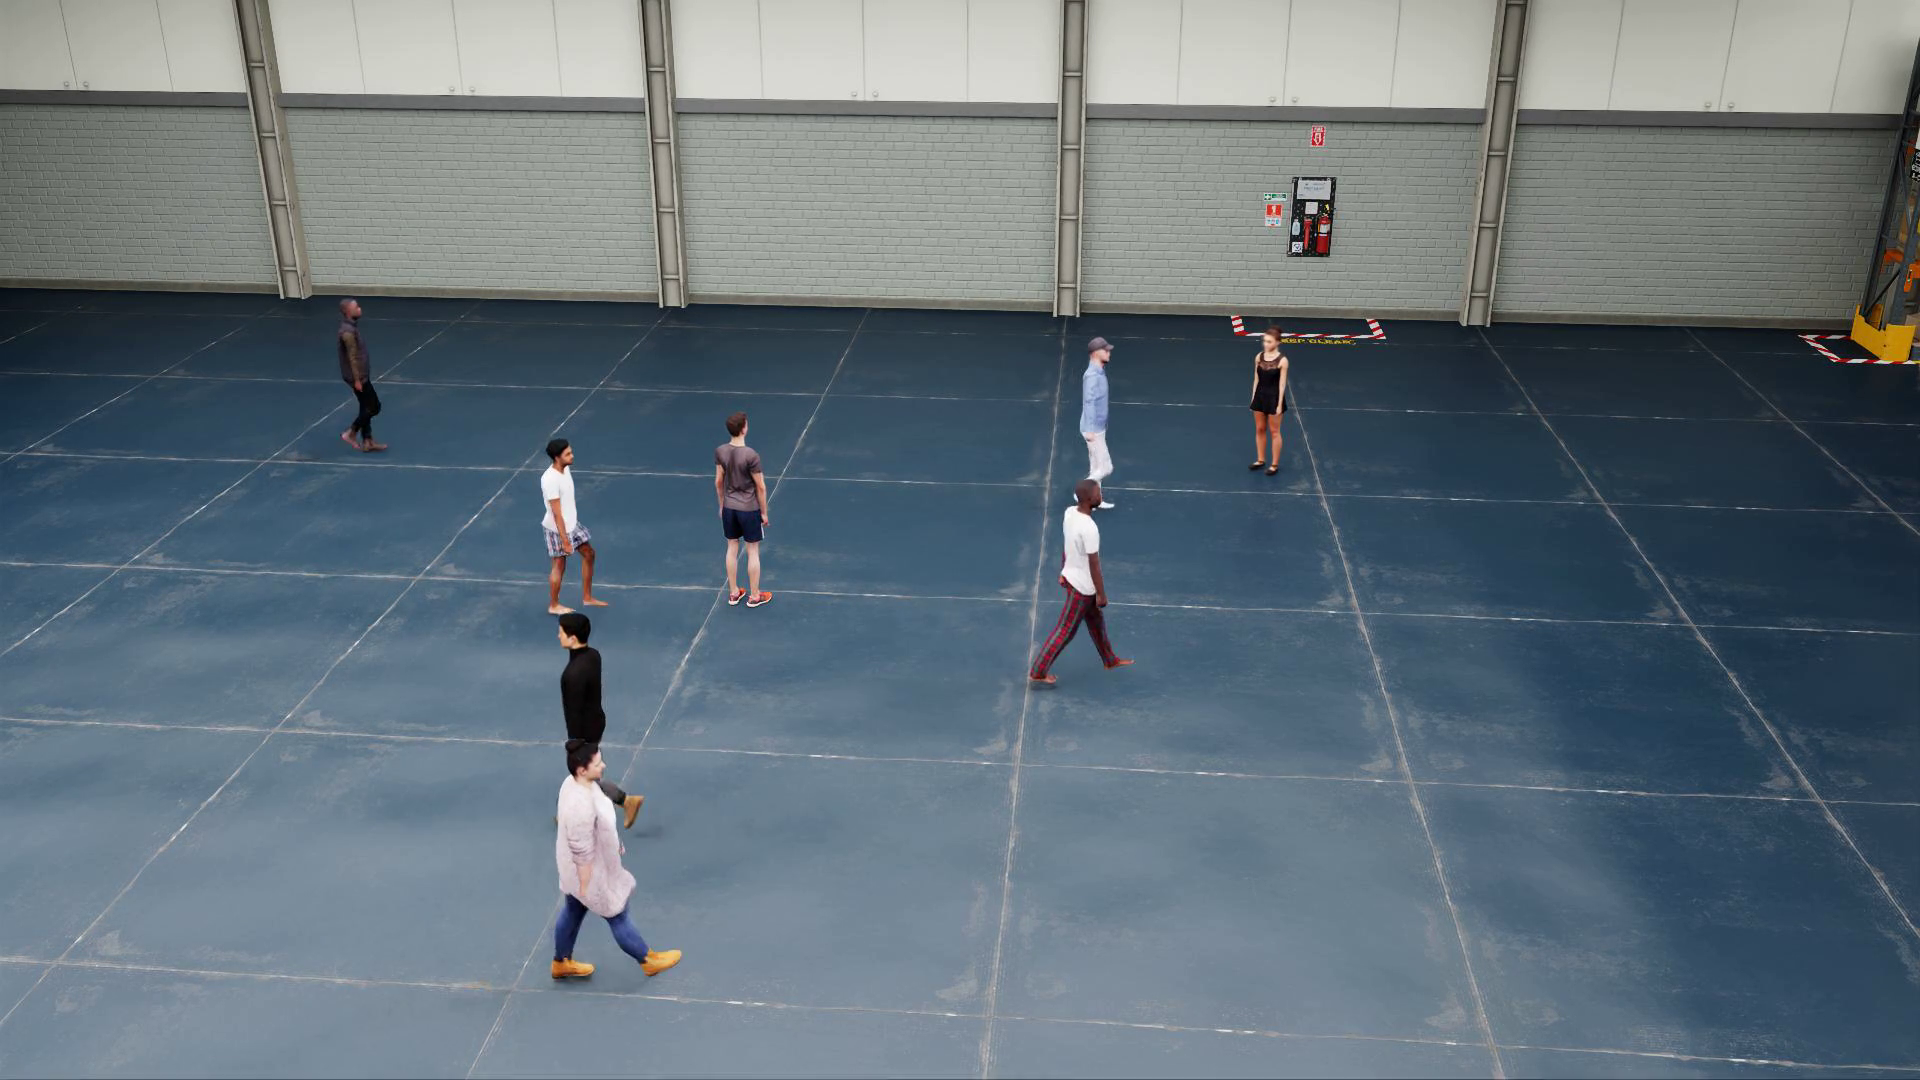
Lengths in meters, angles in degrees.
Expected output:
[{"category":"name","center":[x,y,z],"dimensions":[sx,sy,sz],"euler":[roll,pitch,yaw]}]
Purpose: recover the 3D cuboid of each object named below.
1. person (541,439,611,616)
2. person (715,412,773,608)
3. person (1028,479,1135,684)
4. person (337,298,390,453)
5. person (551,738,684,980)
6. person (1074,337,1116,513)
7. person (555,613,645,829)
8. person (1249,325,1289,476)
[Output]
[{"category":"person","center":[-3.681,-0.108,15.065],"dimensions":[0.753,1.707,0.674],"euler":[2,23,5]},{"category":"person","center":[-2.011,-0.279,15.284],"dimensions":[0.588,1.851,0.778],"euler":[9,25,20]},{"category":"person","center":[0.914,0.393,13.791],"dimensions":[1.296,1.781,0.983],"euler":[-6,24,-14]},{"category":"person","center":[-6.961,-1.857,19.023],"dimensions":[0.866,1.829,0.838],"euler":[-6,24,-13]},{"category":"person","center":[-2.351,1.987,10.138],"dimensions":[1.144,1.707,0.927],"euler":[-7,24,-15]},{"category":"person","center":[1.350,-1.198,17.410],"dimensions":[0.686,1.878,0.708],"euler":[5,24,11]},{"category":"person","center":[-2.592,1.309,11.734],"dimensions":[0.913,1.705,0.665],"euler":[1,23,3]},{"category":"person","center":[3.455,-1.571,18.539],"dimensions":[0.678,1.680,0.750],"euler":[21,31,40]}]
